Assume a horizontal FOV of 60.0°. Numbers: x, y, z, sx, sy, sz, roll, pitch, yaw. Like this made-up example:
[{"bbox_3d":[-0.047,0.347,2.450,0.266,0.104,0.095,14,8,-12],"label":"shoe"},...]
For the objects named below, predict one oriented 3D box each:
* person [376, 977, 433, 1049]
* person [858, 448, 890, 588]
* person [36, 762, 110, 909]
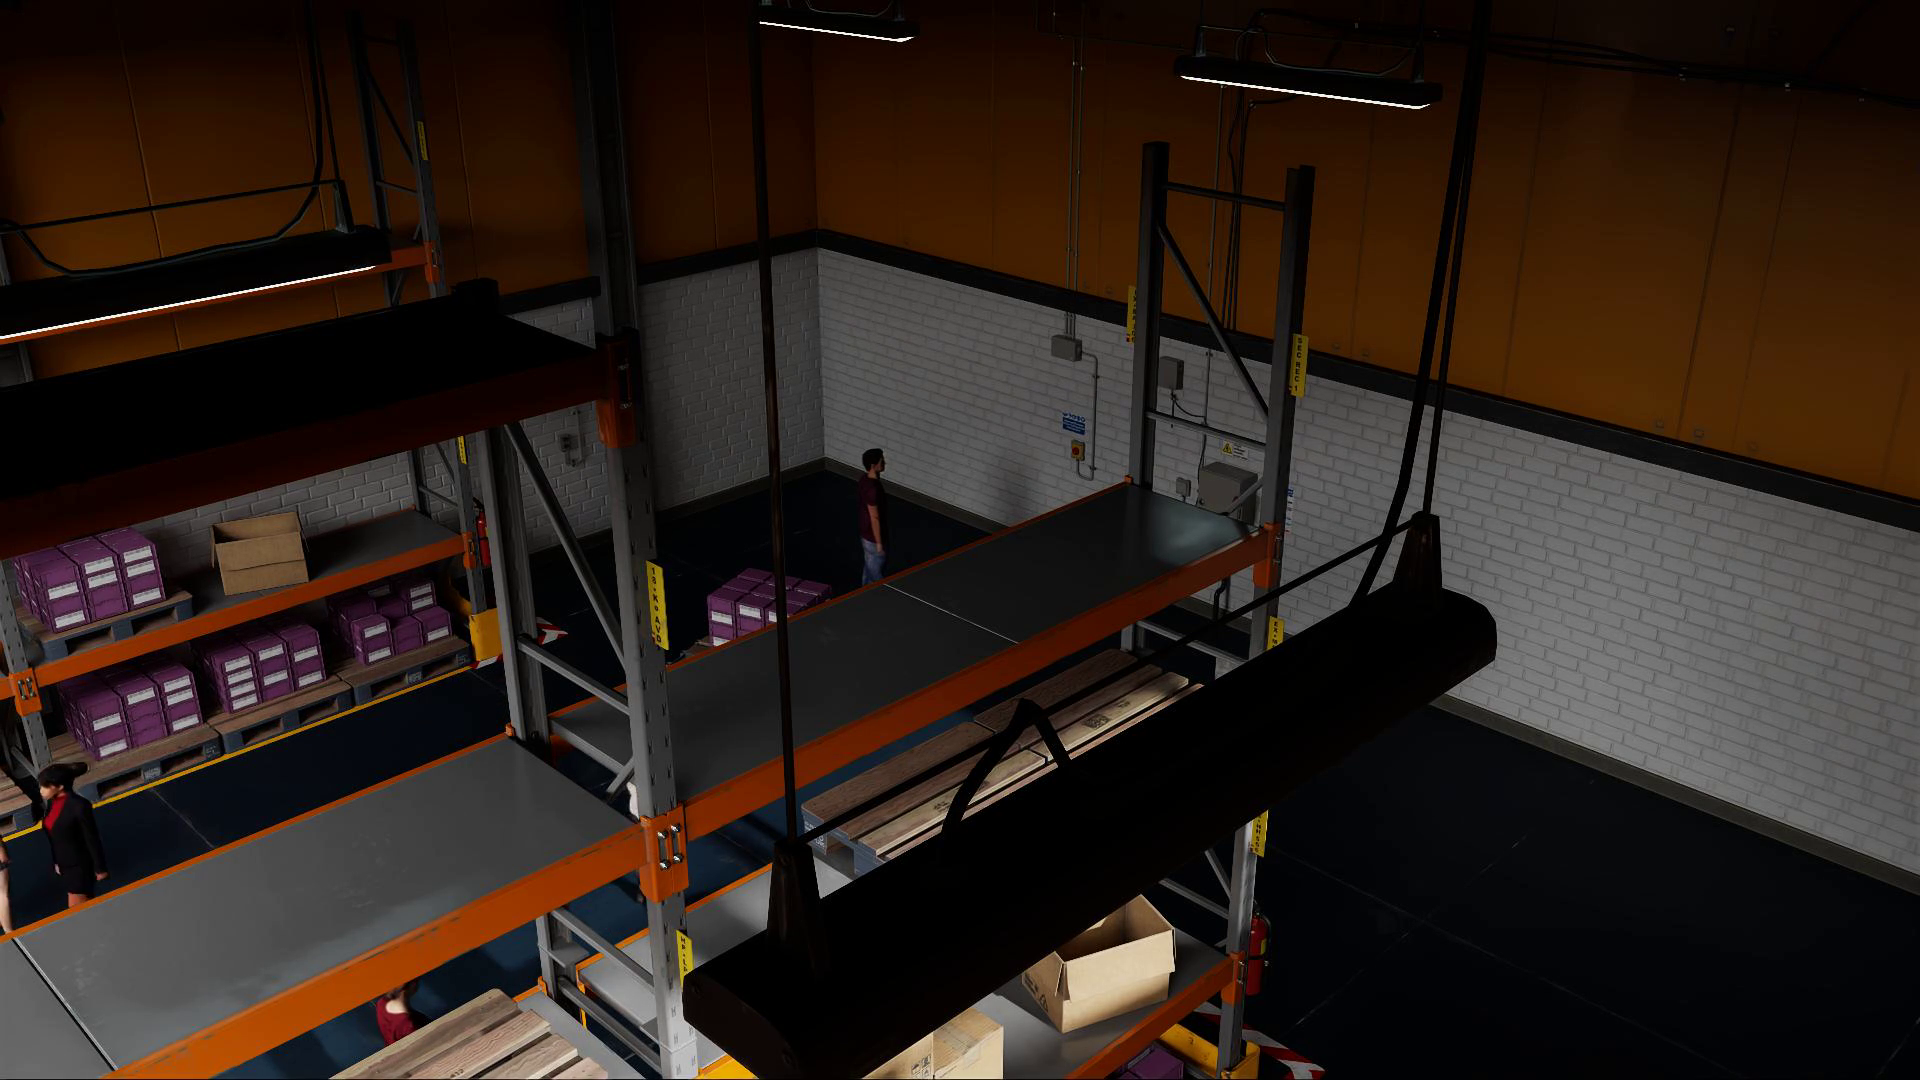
[{"bbox_3d":[-3.143,3.146,9.631,0.633,1.697,0.522,18,30,36],"label":"person"},{"bbox_3d":[-0.868,-0.052,16.751,0.743,1.855,0.743,-5,24,-12],"label":"person"},{"bbox_3d":[-6.140,2.268,11.723,0.636,1.628,0.670,15,28,30],"label":"person"}]
